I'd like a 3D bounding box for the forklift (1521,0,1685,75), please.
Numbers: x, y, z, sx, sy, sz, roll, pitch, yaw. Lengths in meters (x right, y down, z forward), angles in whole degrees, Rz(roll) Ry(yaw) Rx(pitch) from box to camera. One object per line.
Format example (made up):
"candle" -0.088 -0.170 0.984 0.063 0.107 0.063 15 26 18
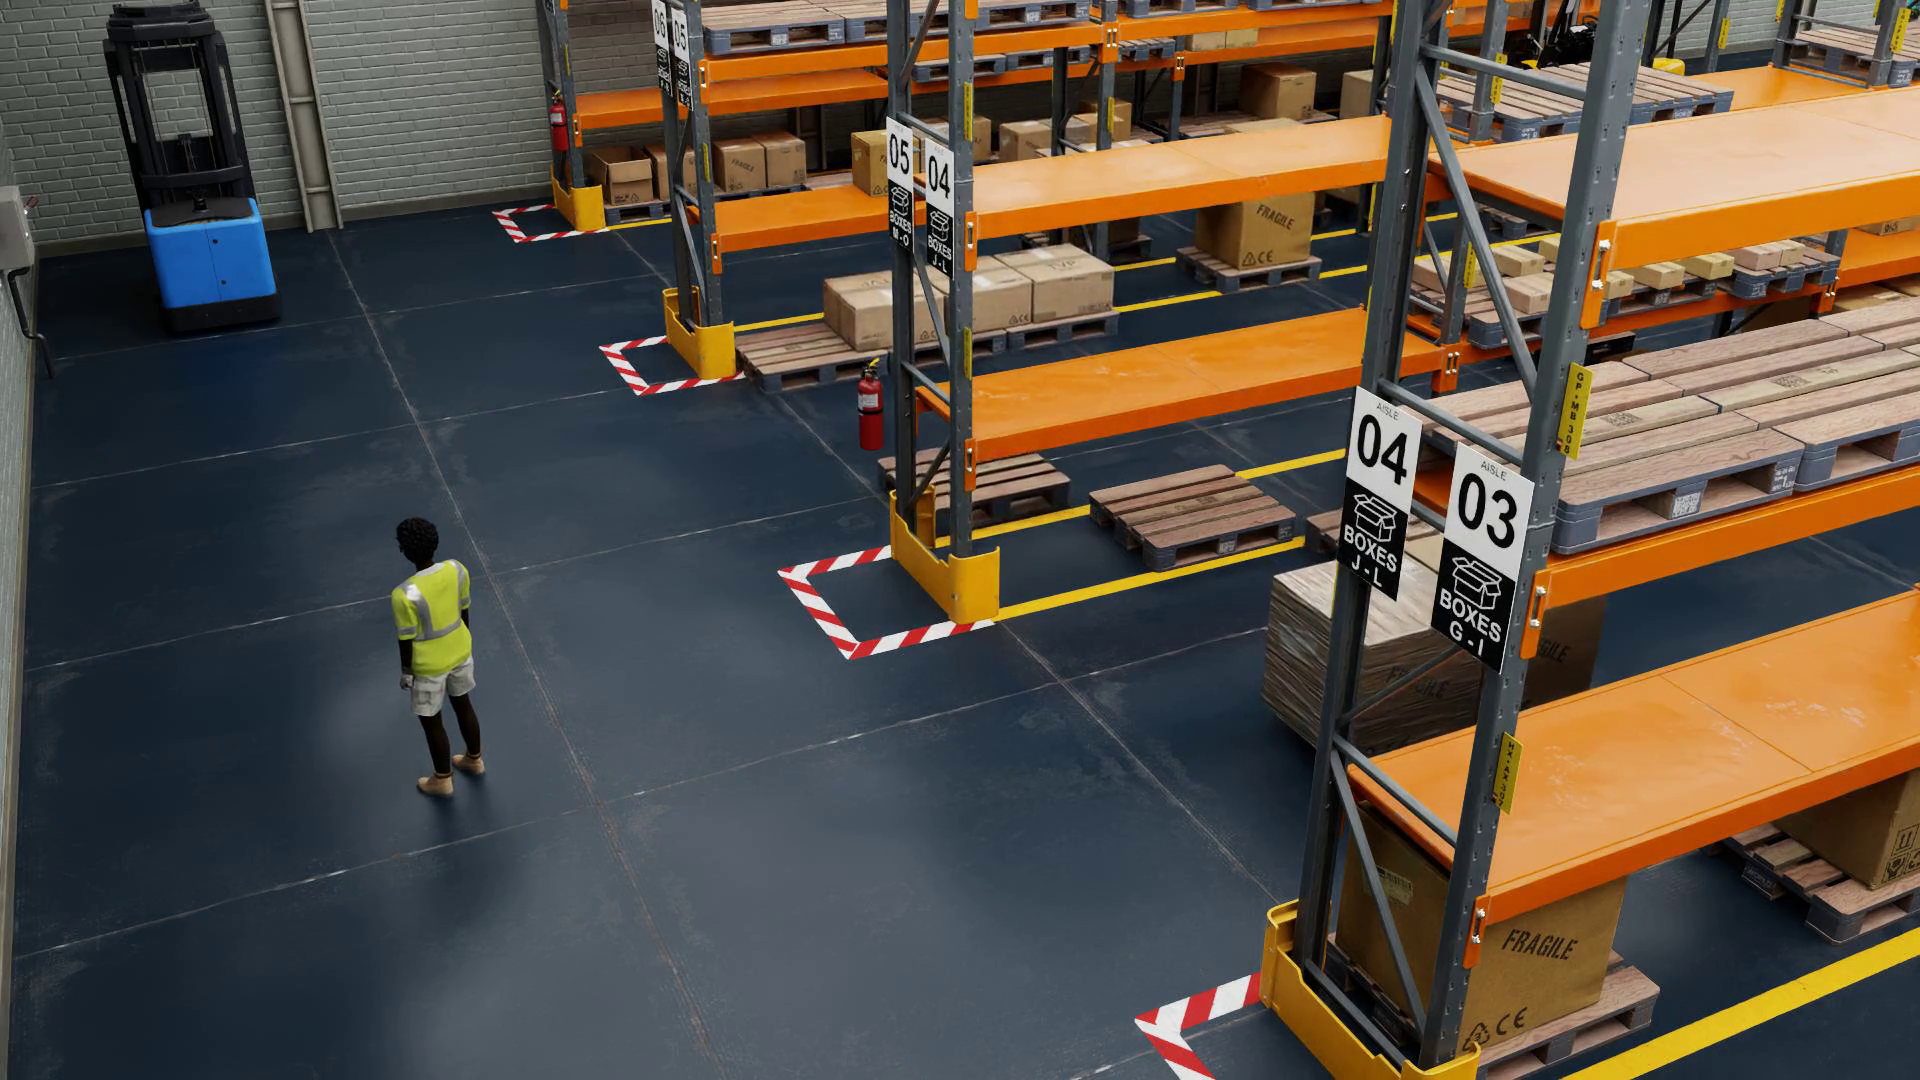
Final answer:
"forklift" 8.950 -6.807 23.056 1.214 2.155 2.313 -12 30 -22

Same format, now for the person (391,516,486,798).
"person" -2.918 0.651 9.313 0.326 1.684 0.540 13 30 24

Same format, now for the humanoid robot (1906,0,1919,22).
"humanoid robot" 14.473 -7.901 25.755 0.724 1.890 0.543 10 29 18

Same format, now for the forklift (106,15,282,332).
"forklift" -7.548 -3.672 16.323 1.129 2.768 1.873 -12 30 -22
